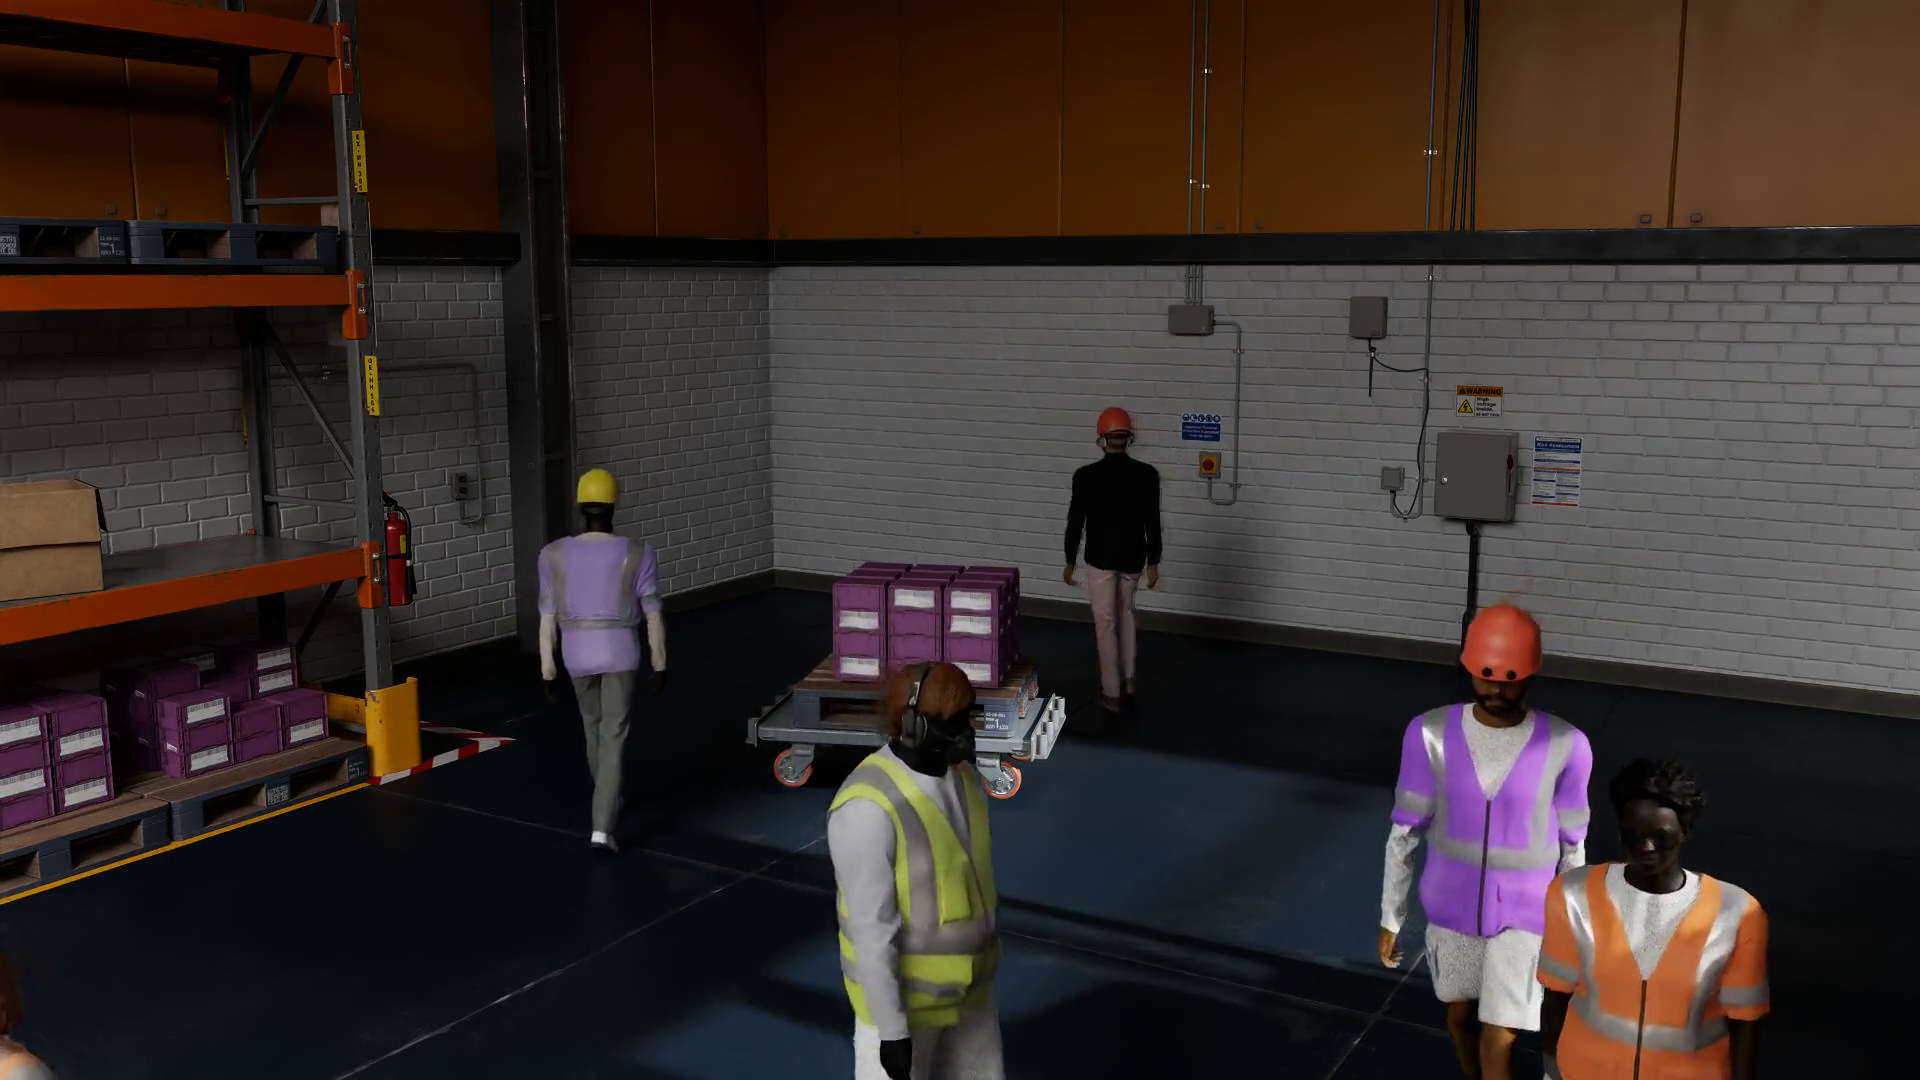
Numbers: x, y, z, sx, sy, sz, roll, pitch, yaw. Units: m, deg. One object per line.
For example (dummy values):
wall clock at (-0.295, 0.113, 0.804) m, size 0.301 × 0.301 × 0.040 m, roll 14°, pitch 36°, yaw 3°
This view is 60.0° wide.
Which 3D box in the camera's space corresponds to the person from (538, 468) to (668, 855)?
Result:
person at (-1.784, 0.586, 8.271) m, size 0.607 × 1.886 × 0.975 m, roll 0°, pitch 9°, yaw 0°

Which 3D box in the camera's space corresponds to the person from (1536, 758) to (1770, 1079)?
person at (1.713, 1.342, 4.159) m, size 0.535 × 1.687 × 0.505 m, roll 5°, pitch 10°, yaw 28°

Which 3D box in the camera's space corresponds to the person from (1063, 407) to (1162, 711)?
person at (0.975, 0.117, 10.916) m, size 0.616 × 1.975 × 0.595 m, roll -3°, pitch 10°, yaw -20°

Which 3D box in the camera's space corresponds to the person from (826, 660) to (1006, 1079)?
person at (-0.115, 1.217, 4.535) m, size 0.793 × 1.817 × 0.631 m, roll 6°, pitch 11°, yaw 33°

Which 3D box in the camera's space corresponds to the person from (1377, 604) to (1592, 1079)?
person at (1.593, 1.098, 5.061) m, size 0.570 × 1.890 × 1.005 m, roll 4°, pitch 10°, yaw 25°

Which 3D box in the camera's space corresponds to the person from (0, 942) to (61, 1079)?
person at (-1.854, 1.508, 3.384) m, size 0.528 × 1.609 × 0.744 m, roll 6°, pitch 11°, yaw 35°
